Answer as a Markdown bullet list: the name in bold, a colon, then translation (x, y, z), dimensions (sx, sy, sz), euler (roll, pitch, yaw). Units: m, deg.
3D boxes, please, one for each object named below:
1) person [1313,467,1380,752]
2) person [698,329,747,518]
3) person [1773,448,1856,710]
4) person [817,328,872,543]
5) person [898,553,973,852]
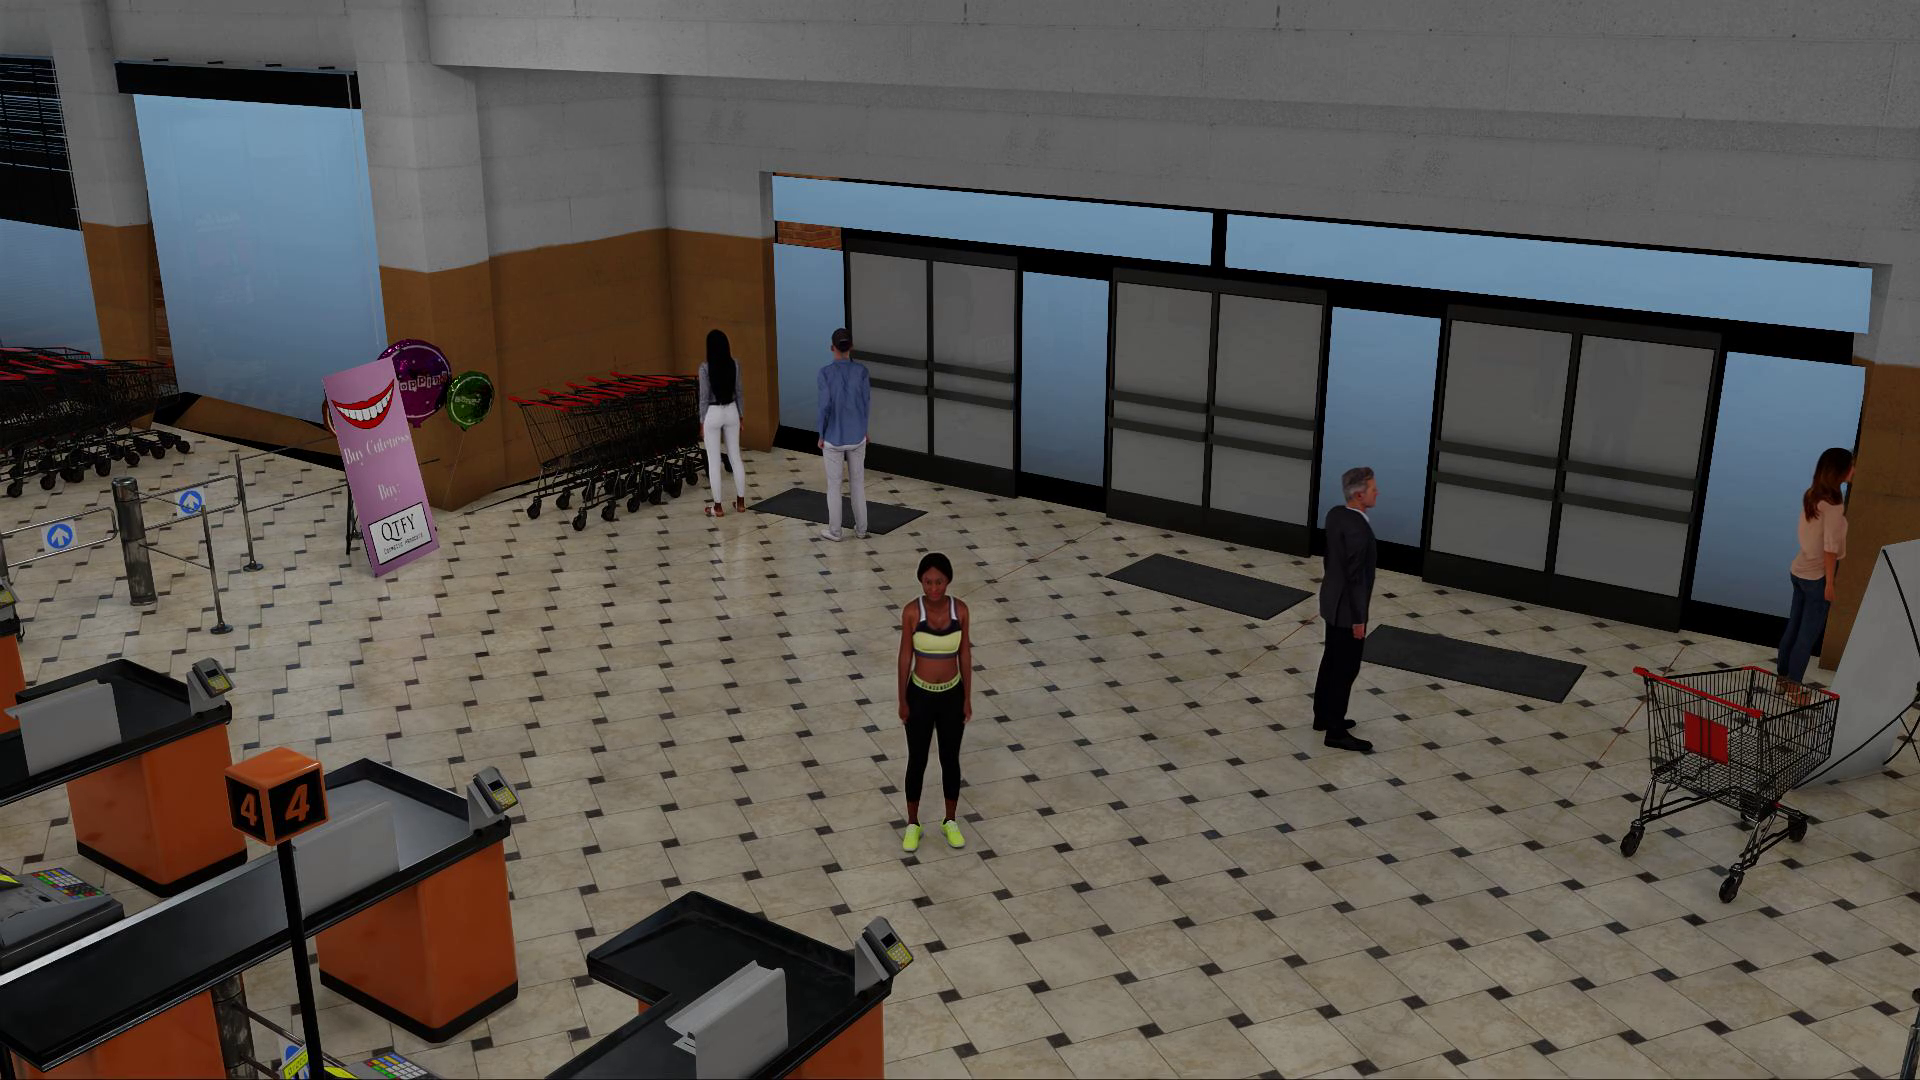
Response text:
- **person**: translation (2.472, 0.409, 10.604), dimensions (0.866, 1.839, 0.771), euler (-1, 19, -4)
- **person**: translation (-2.185, -1.078, 15.196), dimensions (0.571, 1.724, 0.723), euler (-12, 22, -31)
- **person**: translation (5.734, 0.241, 11.176), dimensions (0.729, 1.792, 0.617), euler (2, 19, 6)
- **person**: translation (-1.011, -0.915, 14.454), dimensions (0.688, 1.888, 0.803), euler (-8, 20, -23)
- **person**: translation (-0.138, 0.894, 9.300), dimensions (0.638, 1.753, 0.691), euler (-3, 19, -8)
